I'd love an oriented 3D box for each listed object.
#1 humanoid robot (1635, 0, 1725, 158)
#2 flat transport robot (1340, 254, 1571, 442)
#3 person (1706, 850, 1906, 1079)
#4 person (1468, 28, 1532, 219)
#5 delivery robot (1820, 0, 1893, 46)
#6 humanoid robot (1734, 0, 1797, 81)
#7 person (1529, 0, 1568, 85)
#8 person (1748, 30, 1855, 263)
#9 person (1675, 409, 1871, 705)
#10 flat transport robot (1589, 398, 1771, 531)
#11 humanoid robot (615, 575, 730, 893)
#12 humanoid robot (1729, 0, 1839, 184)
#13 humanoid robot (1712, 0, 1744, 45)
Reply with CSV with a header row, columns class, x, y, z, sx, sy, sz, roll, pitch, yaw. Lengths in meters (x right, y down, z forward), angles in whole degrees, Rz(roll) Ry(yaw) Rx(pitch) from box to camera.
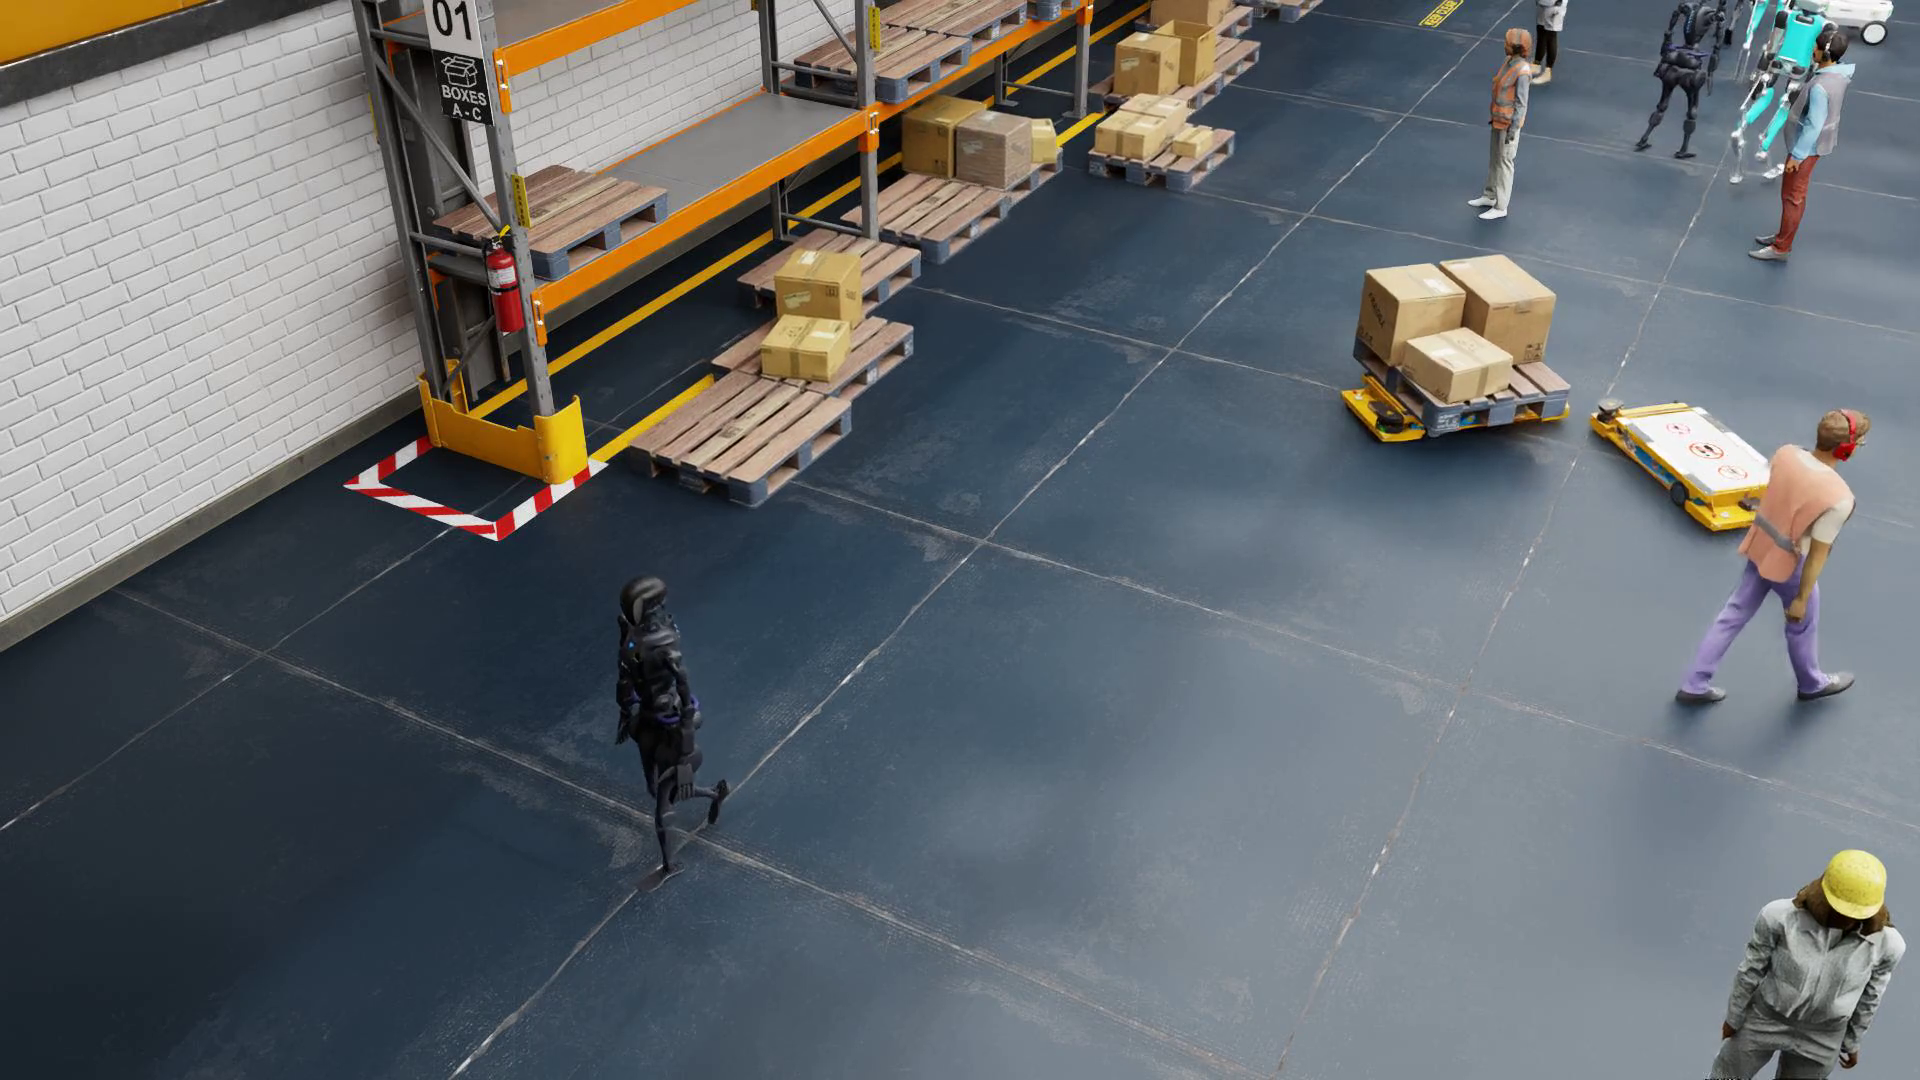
class,x,y,z,sx,sy,sz,roll,pitch,yaw
humanoid robot,6.771,-4.427,15.569,0.393,1.635,0.608,-25,41,-32
flat transport robot,3.469,-0.994,11.652,1.431,0.231,0.659,-8,34,-13
person,3.061,1.792,6.099,0.488,1.742,0.320,10,35,15
person,4.696,-3.583,14.325,0.307,1.636,0.522,-1,33,-1
delivery robot,10.201,-5.972,18.917,0.758,0.586,0.504,13,36,19
humanoid robot,8.407,-5.538,17.281,0.547,1.880,0.729,20,38,27
person,6.164,-5.631,17.371,0.317,1.695,0.539,-3,34,-5
person,6.870,-3.181,13.501,0.406,1.878,0.544,19,38,27
person,4.324,0.118,8.584,0.964,1.793,0.571,-8,34,-11
flat transport robot,4.833,-0.534,10.956,0.659,0.231,1.431,-8,34,-12
humanoid robot,-1.302,0.850,7.601,0.629,1.641,0.601,-26,42,-34
humanoid robot,7.196,-3.901,14.726,0.959,1.757,0.548,-27,42,-34
humanoid robot,8.679,-6.394,18.563,0.585,1.639,0.647,17,37,23
